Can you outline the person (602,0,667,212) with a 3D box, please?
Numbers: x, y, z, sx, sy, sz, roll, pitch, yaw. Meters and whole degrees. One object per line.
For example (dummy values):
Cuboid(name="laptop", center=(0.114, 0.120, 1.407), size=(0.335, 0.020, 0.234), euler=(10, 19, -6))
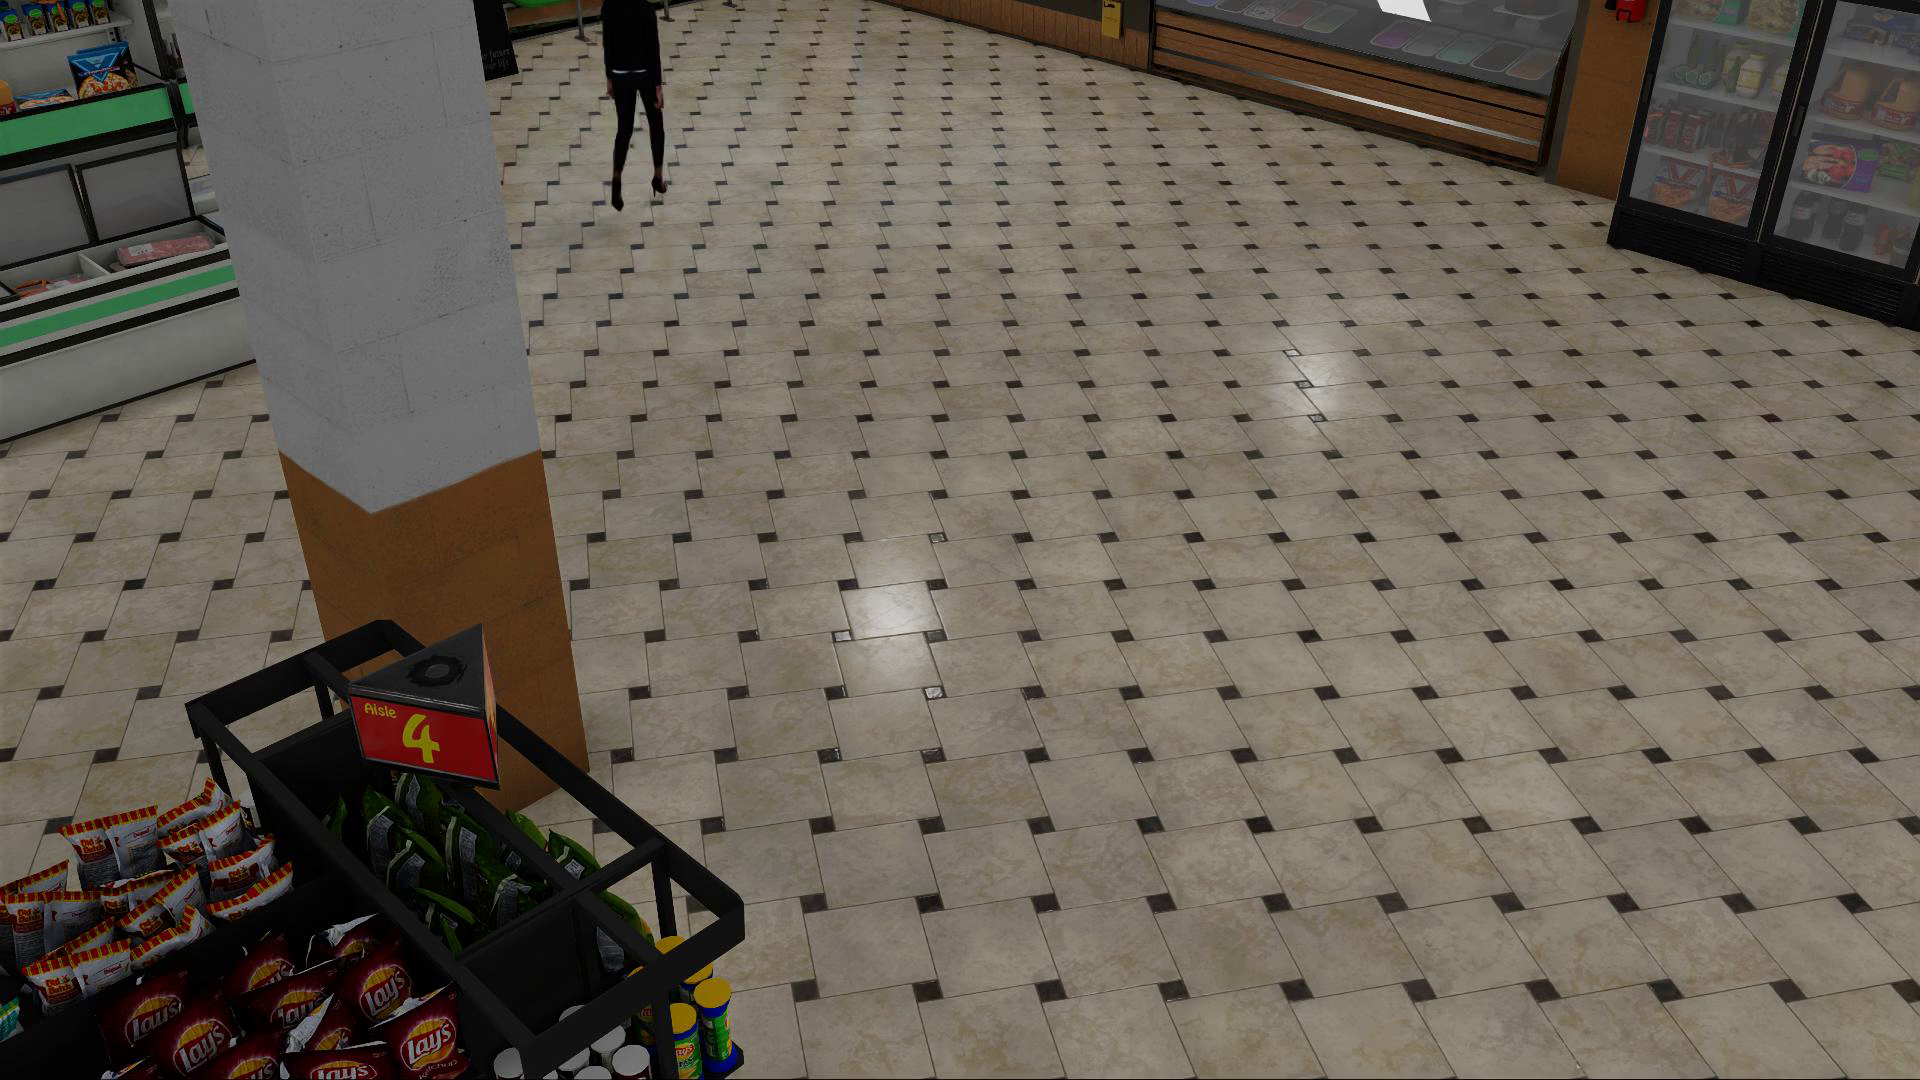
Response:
Cuboid(name="person", center=(-2.399, -3.260, 12.119), size=(1.014, 1.805, 1.185), euler=(5, 32, 8))
